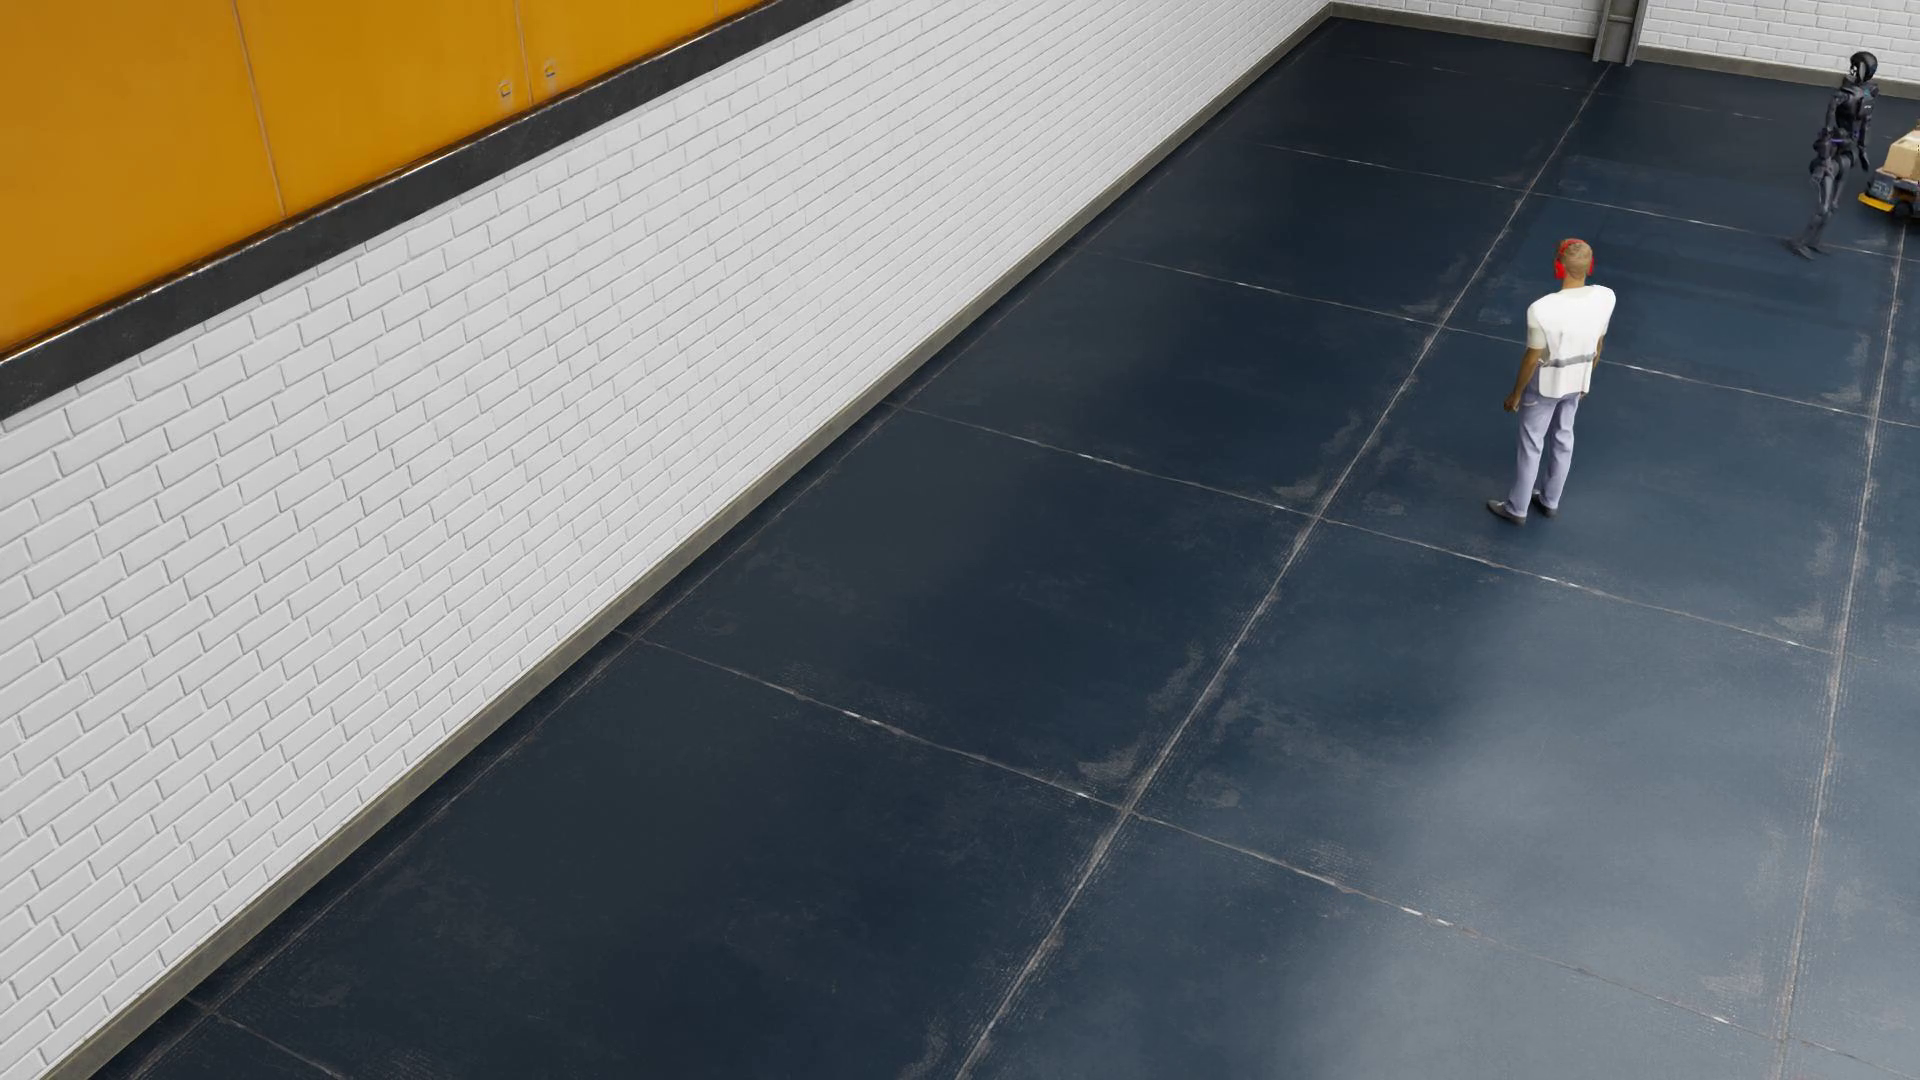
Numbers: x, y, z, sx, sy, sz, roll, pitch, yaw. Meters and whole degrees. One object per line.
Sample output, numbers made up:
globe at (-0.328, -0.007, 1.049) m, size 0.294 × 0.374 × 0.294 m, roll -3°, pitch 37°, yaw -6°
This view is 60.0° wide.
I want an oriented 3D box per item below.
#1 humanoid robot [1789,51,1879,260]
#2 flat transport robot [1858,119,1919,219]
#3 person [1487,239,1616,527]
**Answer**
humanoid robot at (7.041, -3.076, 13.289) m, size 0.588 × 1.652 × 0.352 m, roll -18°, pitch 38°, yaw -25°
flat transport robot at (8.508, -2.805, 14.150) m, size 0.659 × 0.231 × 1.431 m, roll -21°, pitch 39°, yaw -28°
person at (3.540, -0.911, 9.926) m, size 0.563 × 1.838 × 0.389 m, roll -11°, pitch 36°, yaw -16°
